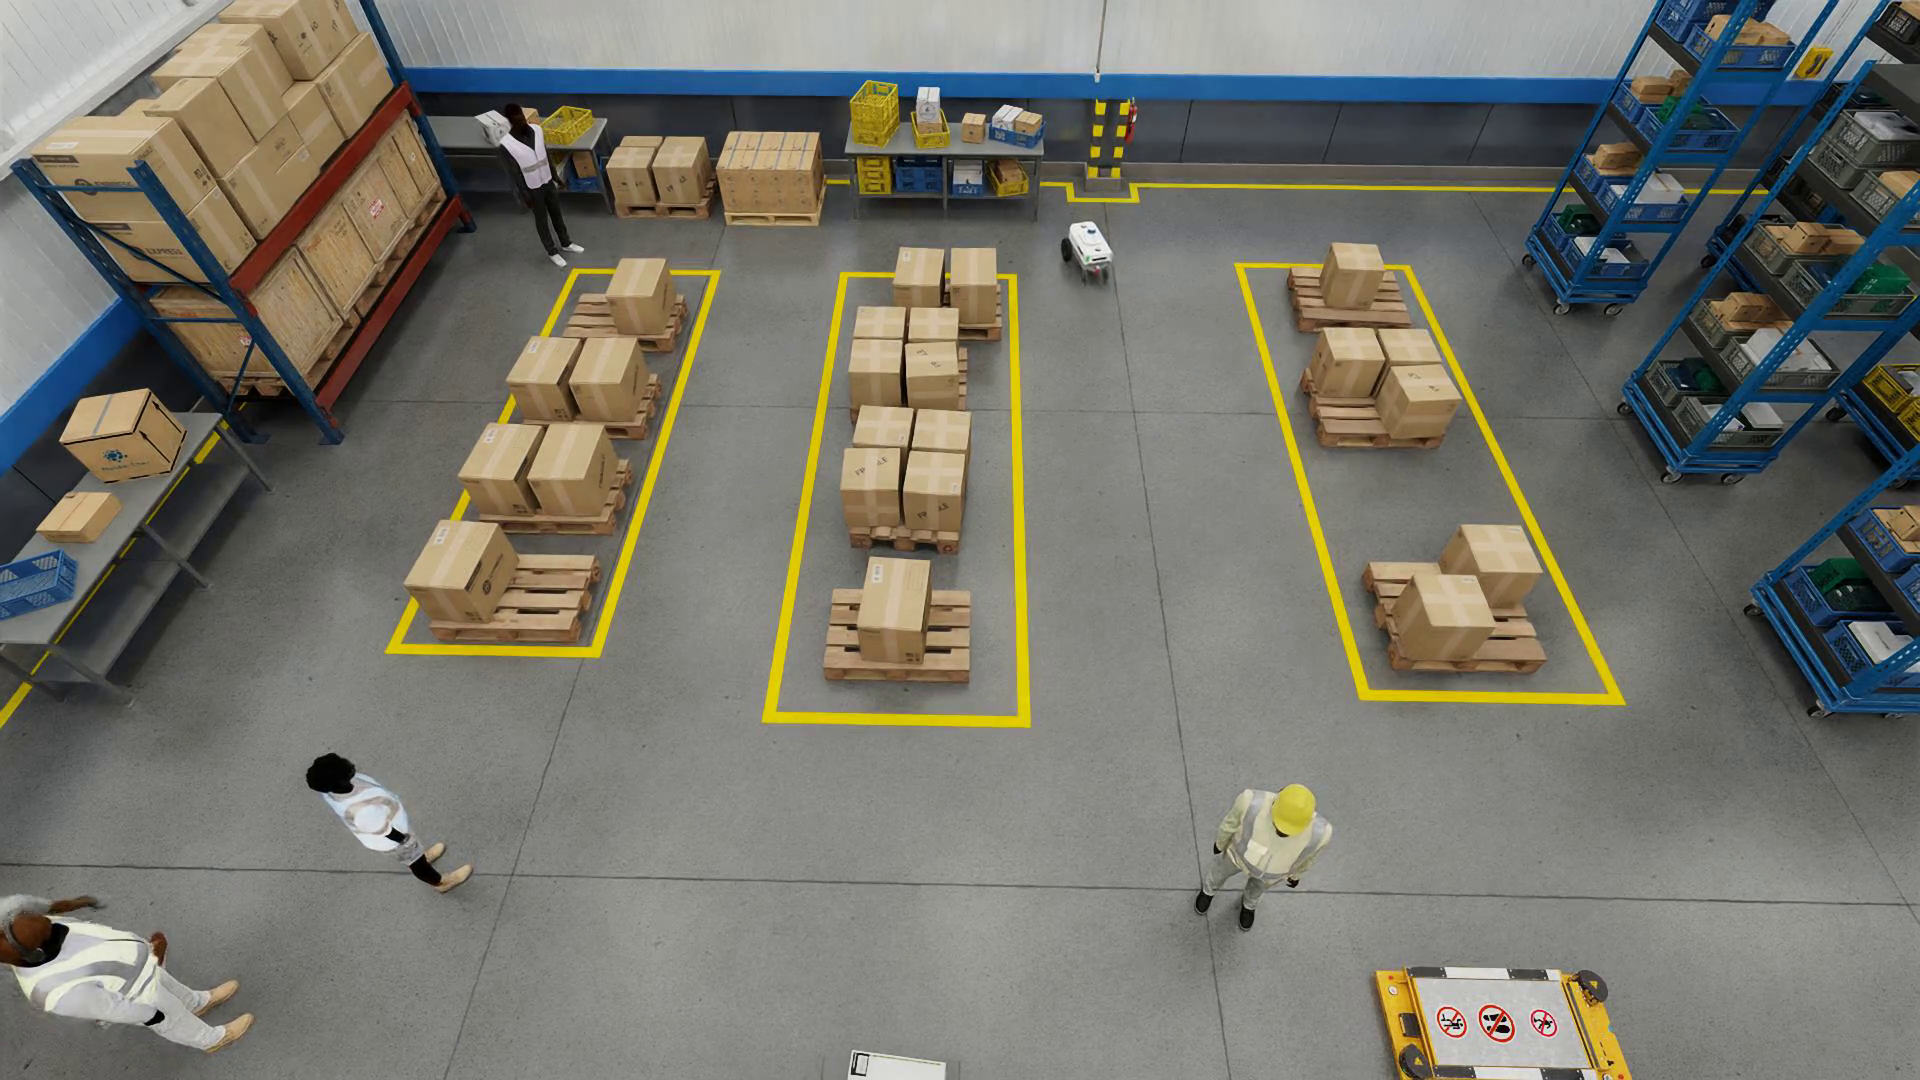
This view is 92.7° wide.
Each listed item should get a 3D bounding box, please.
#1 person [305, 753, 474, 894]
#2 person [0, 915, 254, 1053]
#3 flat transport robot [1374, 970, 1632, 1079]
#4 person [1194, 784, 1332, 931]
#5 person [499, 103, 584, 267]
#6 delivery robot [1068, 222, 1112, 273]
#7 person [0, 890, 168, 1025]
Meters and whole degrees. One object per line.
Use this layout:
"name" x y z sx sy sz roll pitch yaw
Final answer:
"person" -3.784 1.868 6.030 0.536 1.696 0.322 29 57 22
"person" -4.869 2.586 5.363 0.619 1.836 0.431 35 59 25
"flat transport robot" 3.501 3.133 5.914 1.431 0.197 0.652 1 51 1
"person" 1.909 2.012 5.827 0.591 1.833 0.403 18 53 14
"person" -4.983 -4.209 10.843 0.391 1.920 0.588 22 54 17
"delivery robot" 1.579 -3.583 11.147 0.477 0.478 0.707 -11 51 -9
"person" -5.503 2.387 5.522 0.531 1.833 0.552 -16 53 -12
